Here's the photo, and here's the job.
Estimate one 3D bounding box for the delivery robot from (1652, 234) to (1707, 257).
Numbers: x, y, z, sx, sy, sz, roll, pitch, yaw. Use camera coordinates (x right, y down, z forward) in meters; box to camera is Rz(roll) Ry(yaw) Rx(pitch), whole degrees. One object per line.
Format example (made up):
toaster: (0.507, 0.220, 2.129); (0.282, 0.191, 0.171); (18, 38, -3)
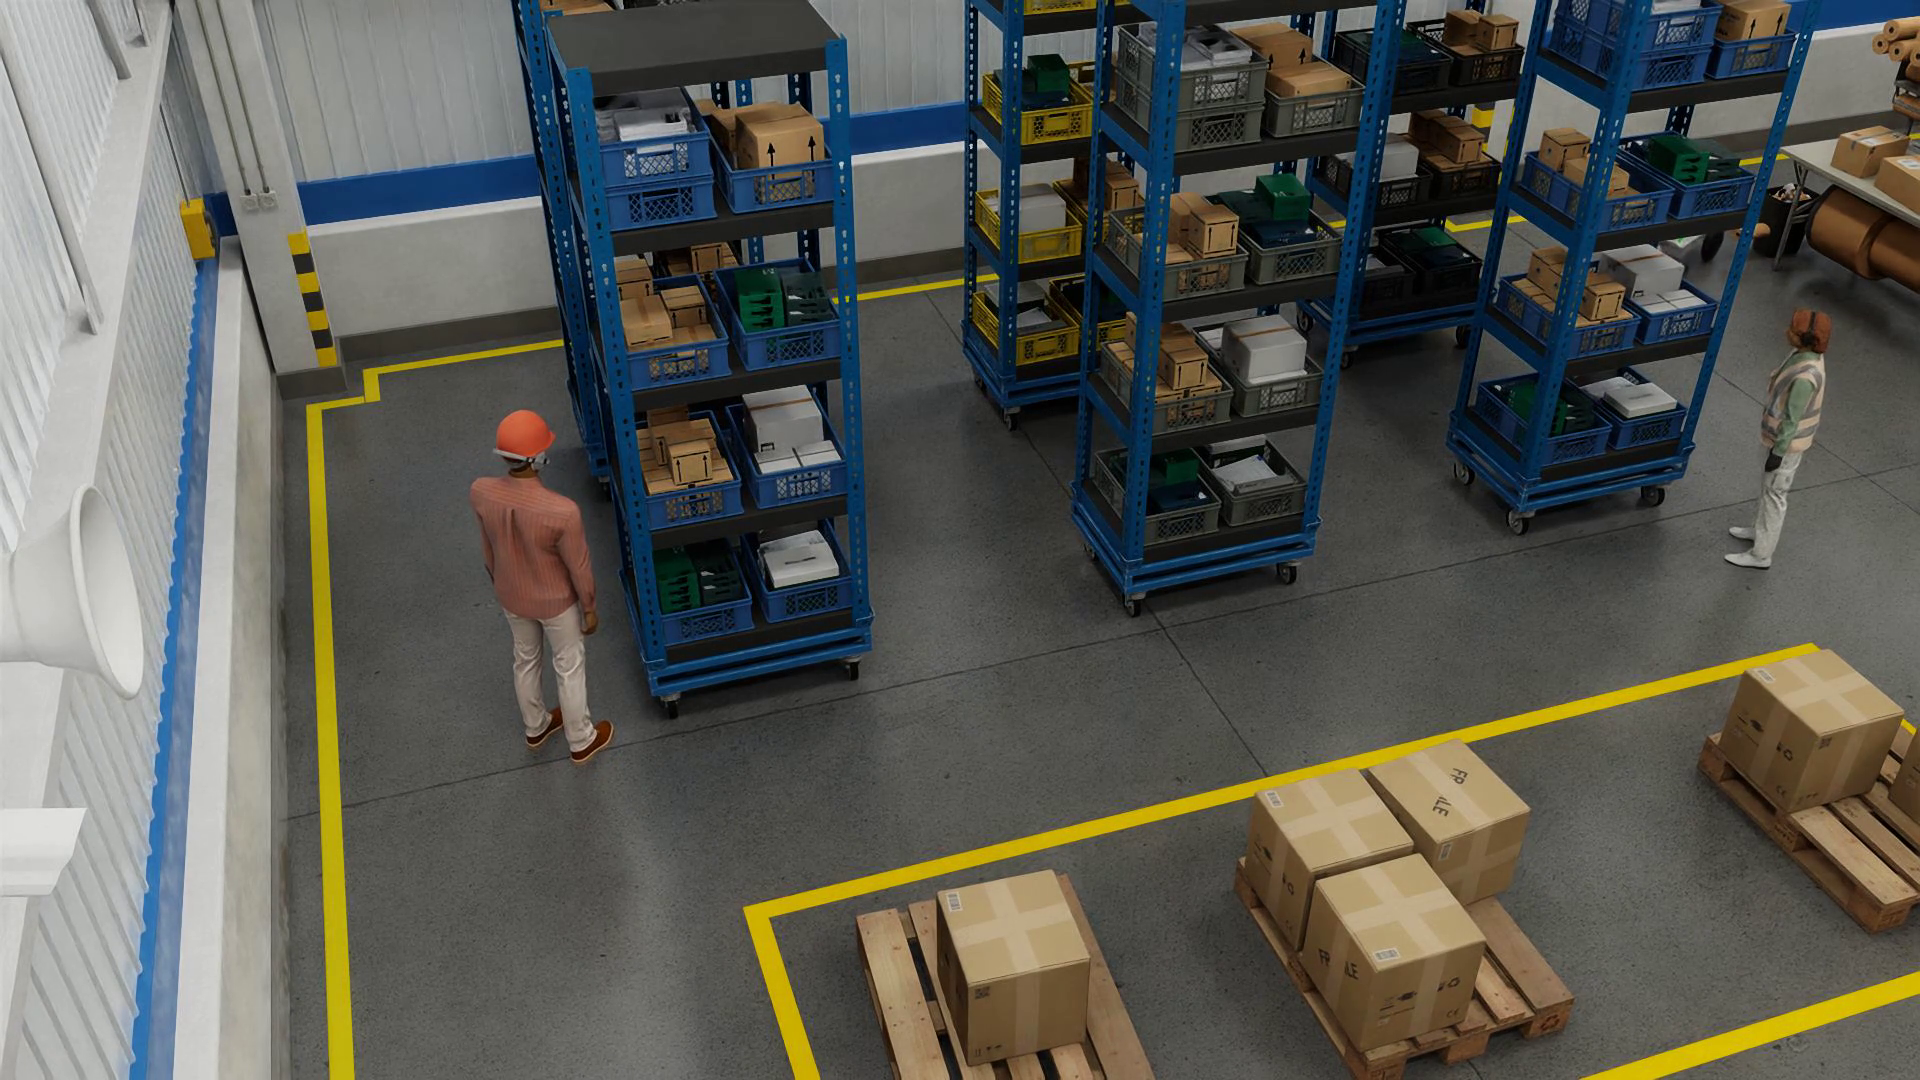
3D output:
delivery robot: (5.753, -2.522, 13.284); (0.707, 0.478, 0.477); (-30, 45, -35)

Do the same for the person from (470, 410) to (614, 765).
person: (-2.048, 0.247, 8.211); (0.608, 1.987, 0.402); (12, 37, 16)

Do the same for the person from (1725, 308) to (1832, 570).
person: (4.793, -0.592, 9.700); (0.322, 1.632, 0.521); (15, 38, 20)
